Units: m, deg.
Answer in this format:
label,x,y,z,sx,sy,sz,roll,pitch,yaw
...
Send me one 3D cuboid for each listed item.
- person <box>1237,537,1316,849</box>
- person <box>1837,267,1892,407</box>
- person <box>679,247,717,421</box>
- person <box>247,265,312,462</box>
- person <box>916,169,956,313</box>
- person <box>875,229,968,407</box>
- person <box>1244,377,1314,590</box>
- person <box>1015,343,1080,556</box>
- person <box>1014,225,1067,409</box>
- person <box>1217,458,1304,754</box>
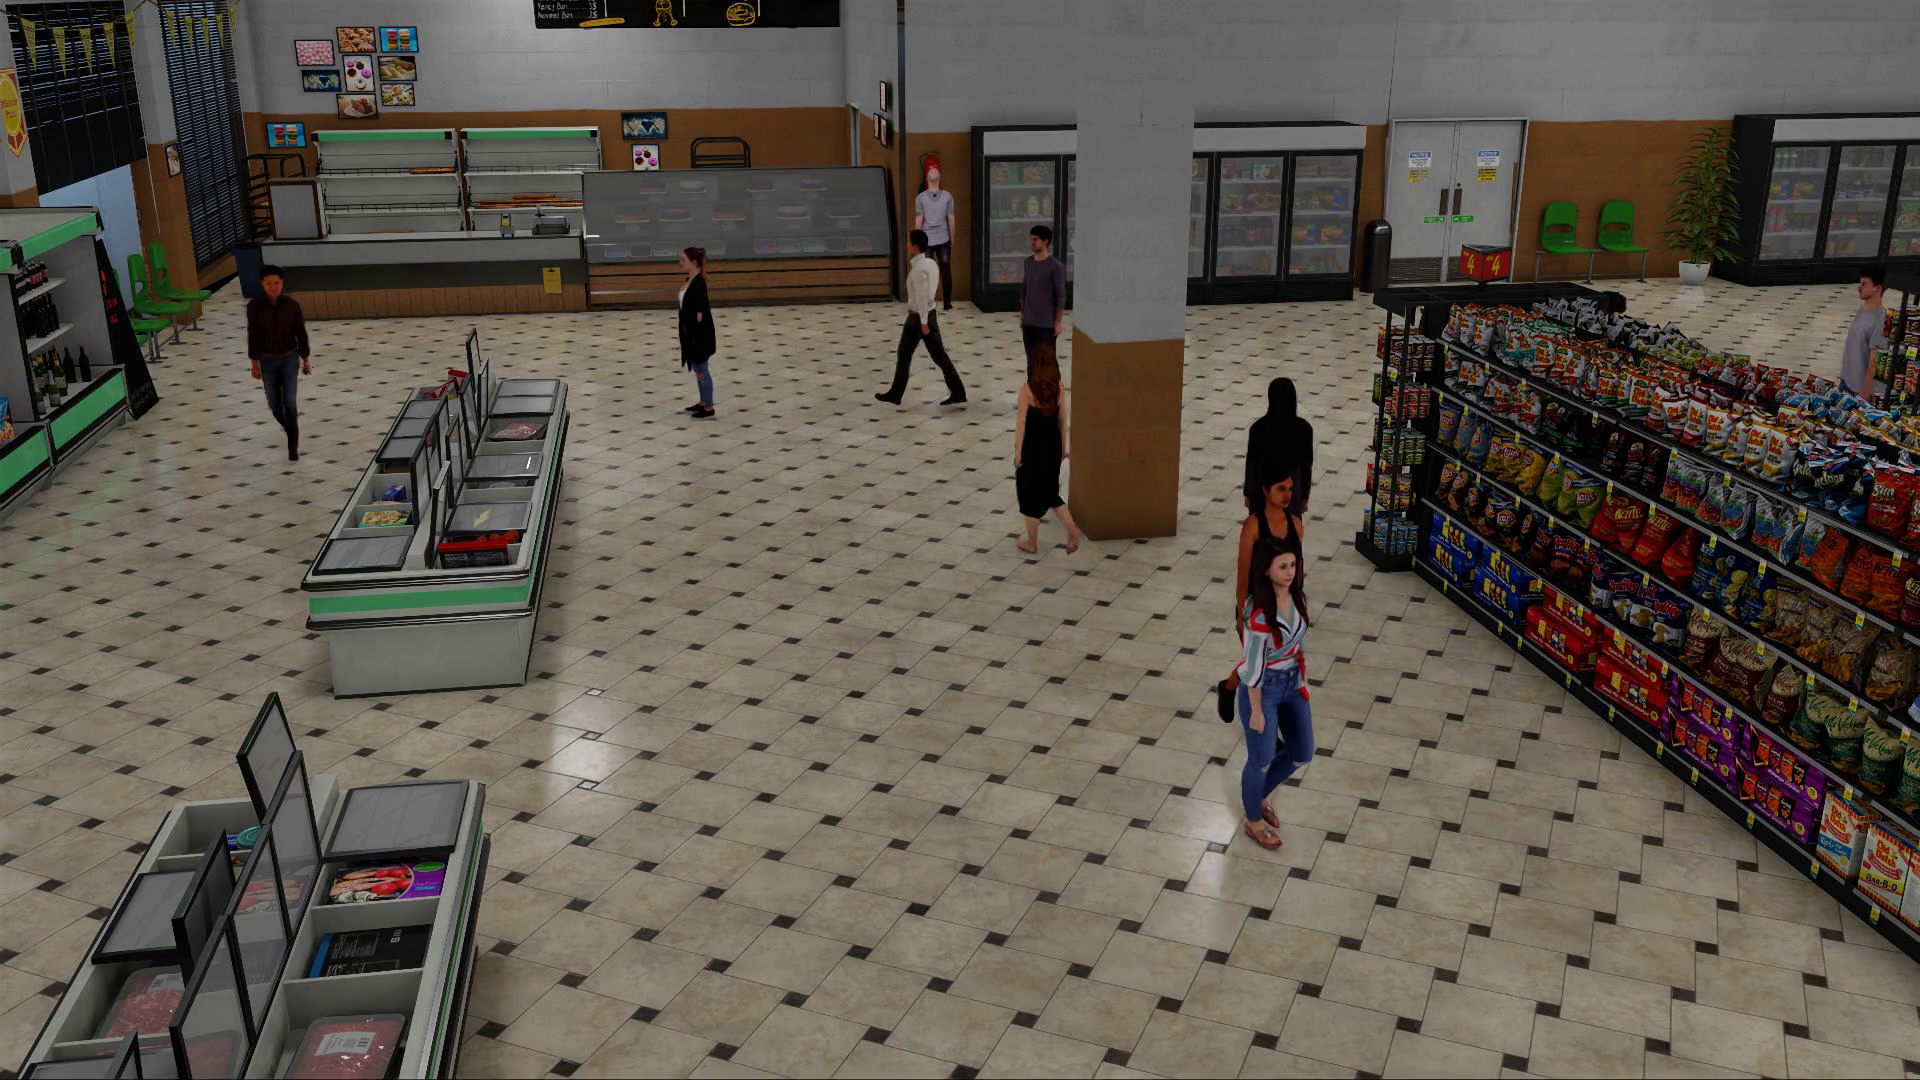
label,x,y,z,sx,sy,sz,roll,pitch,yaw
person,1.476,0.731,8.207,0.716,1.605,0.740,-14,23,-36
person,7.623,-1.313,13.860,0.907,1.867,1.096,-1,19,-2
person,-2.561,-2.021,16.246,0.721,1.684,0.543,-6,20,-18
person,-6.097,-1.595,14.892,0.799,1.741,1.076,-8,20,-22
person,-0.330,-3.882,21.524,0.667,1.838,0.583,-2,19,-6
person,-0.277,-2.155,16.518,1.082,1.764,1.221,5,19,15
person,2.145,-0.290,11.232,0.669,1.608,0.800,0,19,1
person,0.645,-0.629,12.233,0.769,1.610,0.932,-12,22,-32
person,0.809,-2.185,16.470,0.689,1.851,0.803,17,25,42
person,1.659,0.353,9.257,0.735,1.652,0.868,-10,21,-27
